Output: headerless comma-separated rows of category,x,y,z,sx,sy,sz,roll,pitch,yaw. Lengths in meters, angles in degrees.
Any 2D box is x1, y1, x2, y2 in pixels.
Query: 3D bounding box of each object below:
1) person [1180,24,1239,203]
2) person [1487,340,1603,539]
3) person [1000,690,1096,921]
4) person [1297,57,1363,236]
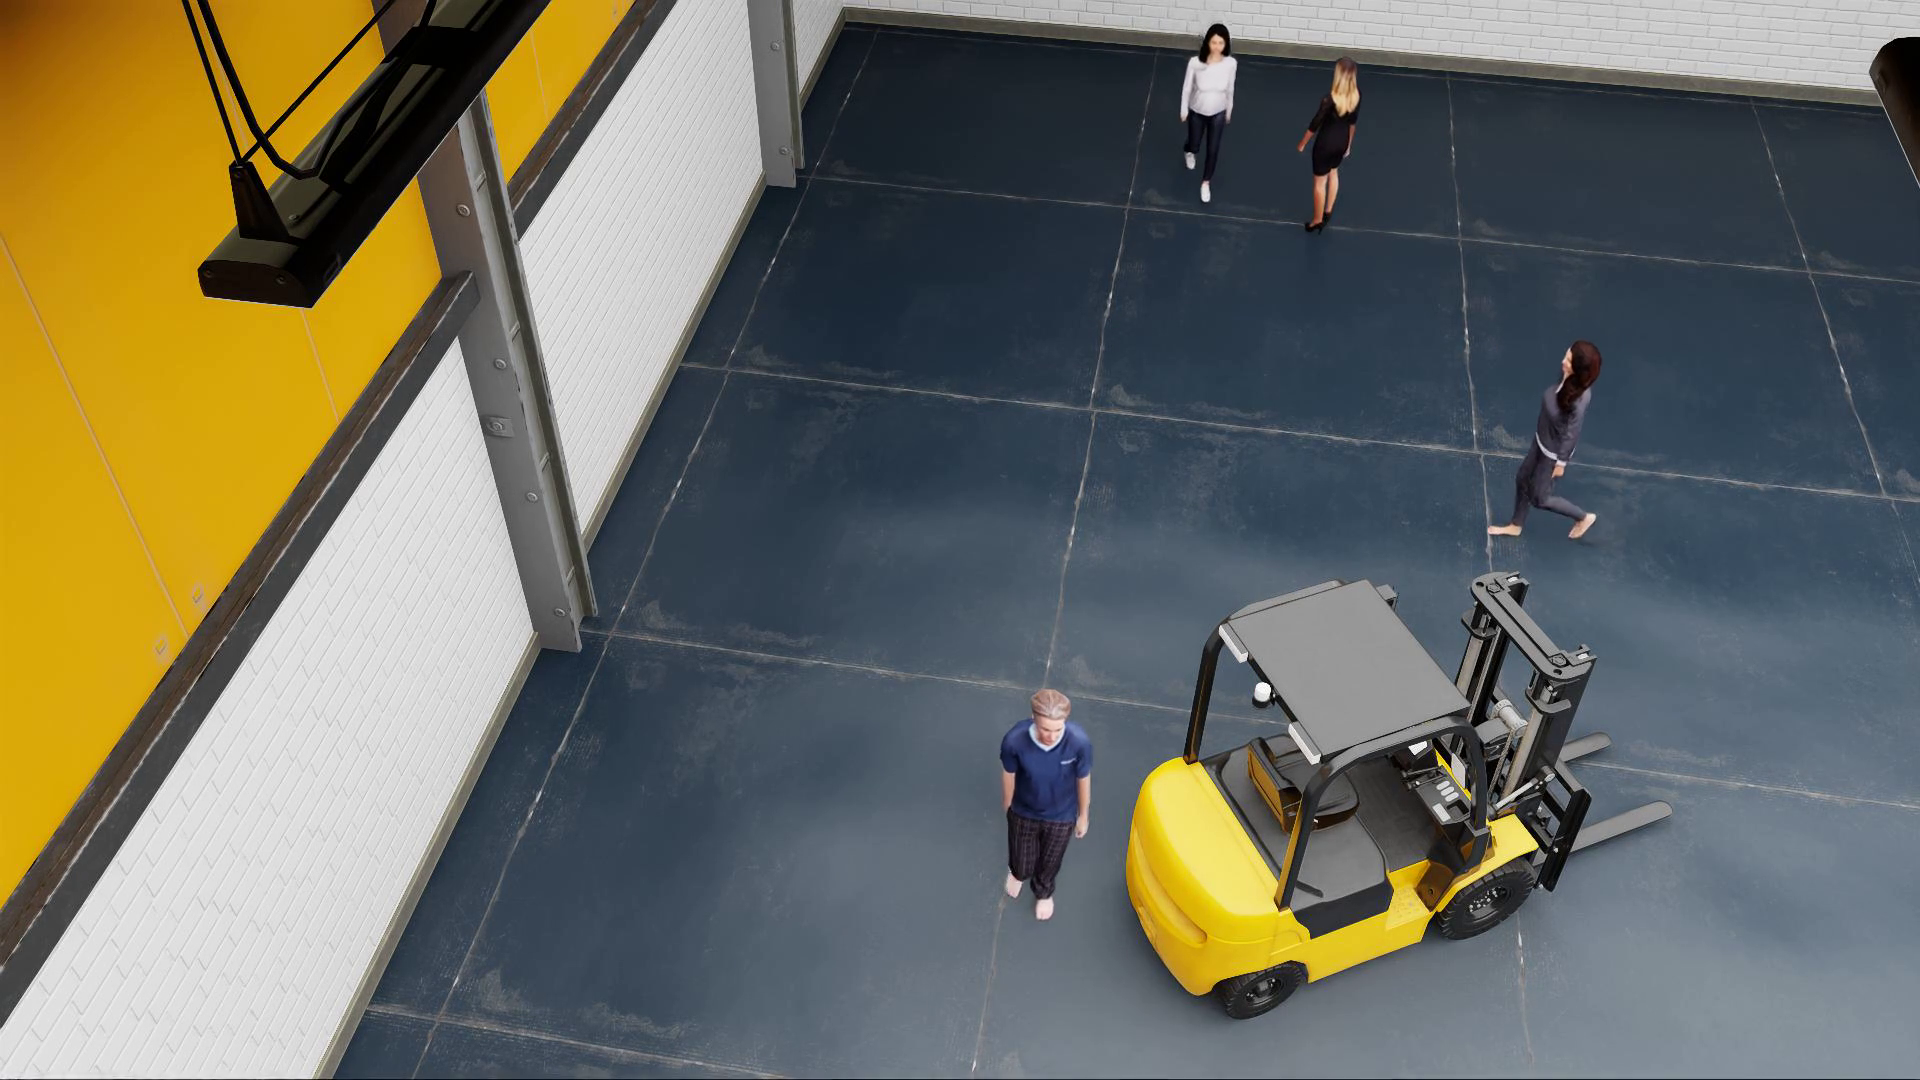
person,2.231,-3.915,15.017,0.728,1.684,0.897,-2,44,-2
person,4.201,-0.652,11.544,0.760,1.751,0.909,1,44,1
person,0.469,1.415,9.300,0.722,1.853,0.718,1,44,1
person,3.245,-3.381,14.468,0.691,1.669,0.746,-22,48,-21
